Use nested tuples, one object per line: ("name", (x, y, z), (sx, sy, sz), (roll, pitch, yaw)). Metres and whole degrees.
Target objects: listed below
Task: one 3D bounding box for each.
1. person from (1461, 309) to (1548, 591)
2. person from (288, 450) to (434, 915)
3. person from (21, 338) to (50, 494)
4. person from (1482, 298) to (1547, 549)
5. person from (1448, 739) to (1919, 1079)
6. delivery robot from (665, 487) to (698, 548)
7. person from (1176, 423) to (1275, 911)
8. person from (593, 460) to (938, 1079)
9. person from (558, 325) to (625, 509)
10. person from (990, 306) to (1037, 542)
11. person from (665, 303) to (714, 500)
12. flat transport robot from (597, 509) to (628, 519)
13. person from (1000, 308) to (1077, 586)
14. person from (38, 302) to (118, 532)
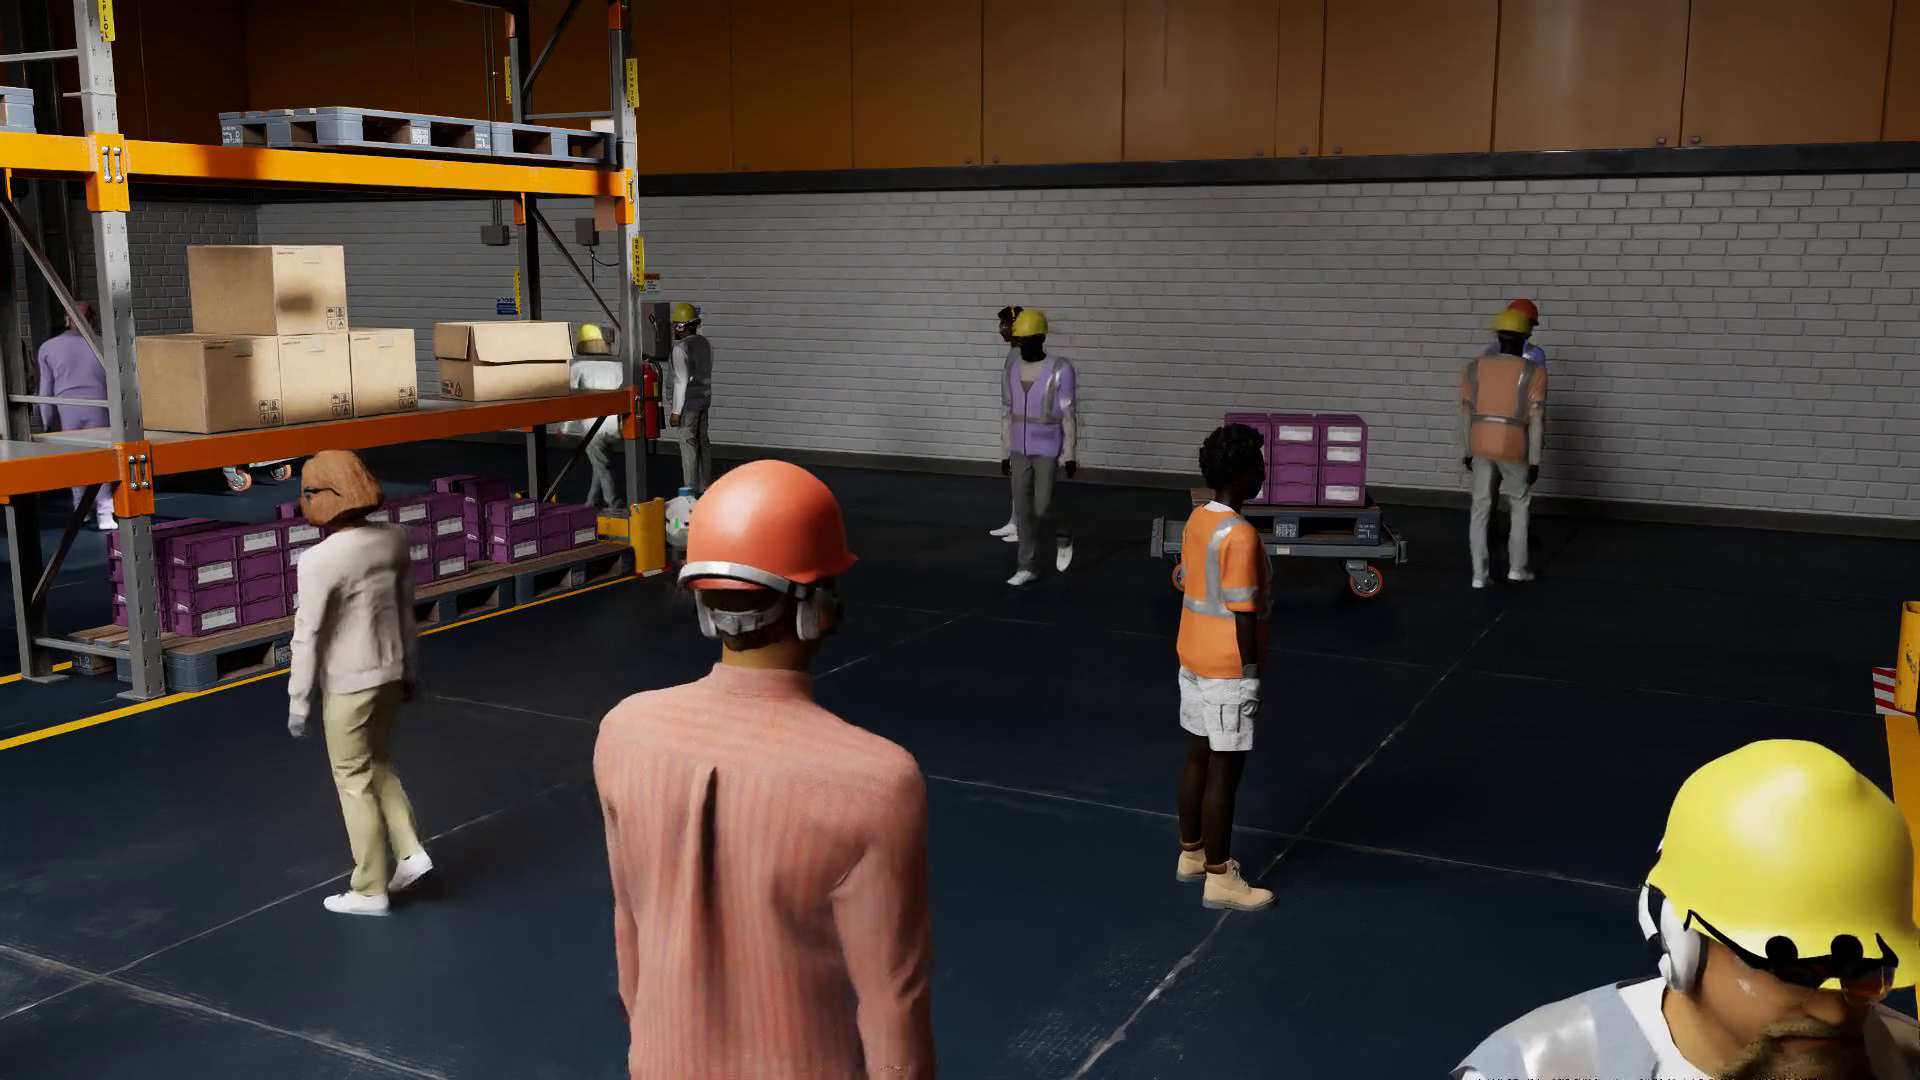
("person", (3.705, -0.616, 11.331), (0.602, 1.899, 0.715), (7, 12, 34))
("person", (-2.070, 0.497, 5.671), (0.328, 1.620, 0.532), (4, 10, 20))
("person", (-8.974, -1.342, 15.724), (0.621, 1.844, 0.429), (6, 11, 30))
("person", (4.296, -0.896, 12.878), (0.370, 1.932, 0.543), (-8, 13, -39))
("person", (0.783, 1.082, 1.749), (0.596, 1.824, 0.403), (0, 10, 0))
("delivery robot", (-2.016, -0.144, 12.237), (0.477, 0.478, 0.707), (-4, 10, -22))
("person", (0.933, 0.438, 5.835), (0.315, 1.696, 0.537), (-2, 10, -11))
("person", (-0.307, 0.866, 2.560), (0.617, 1.978, 0.561), (5, 11, 27))
("person", (-3.039, -0.946, 13.883), (0.520, 1.683, 0.892), (-8, 13, -40))
("person", (0.446, -0.916, 13.196), (0.327, 1.865, 0.518), (-3, 10, -15))
("person", (-2.458, -1.224, 15.058), (0.403, 1.835, 0.588), (3, 10, 19))
("flat transport robot", (-2.353, -0.100, 13.069), (1.431, 0.197, 0.652), (1, 10, 8))
("person", (0.548, -0.640, 11.453), (0.601, 1.908, 0.535), (7, 12, 36))
("person", (-7.222, -1.030, 13.821), (0.679, 1.876, 0.844), (-4, 10, -20))
